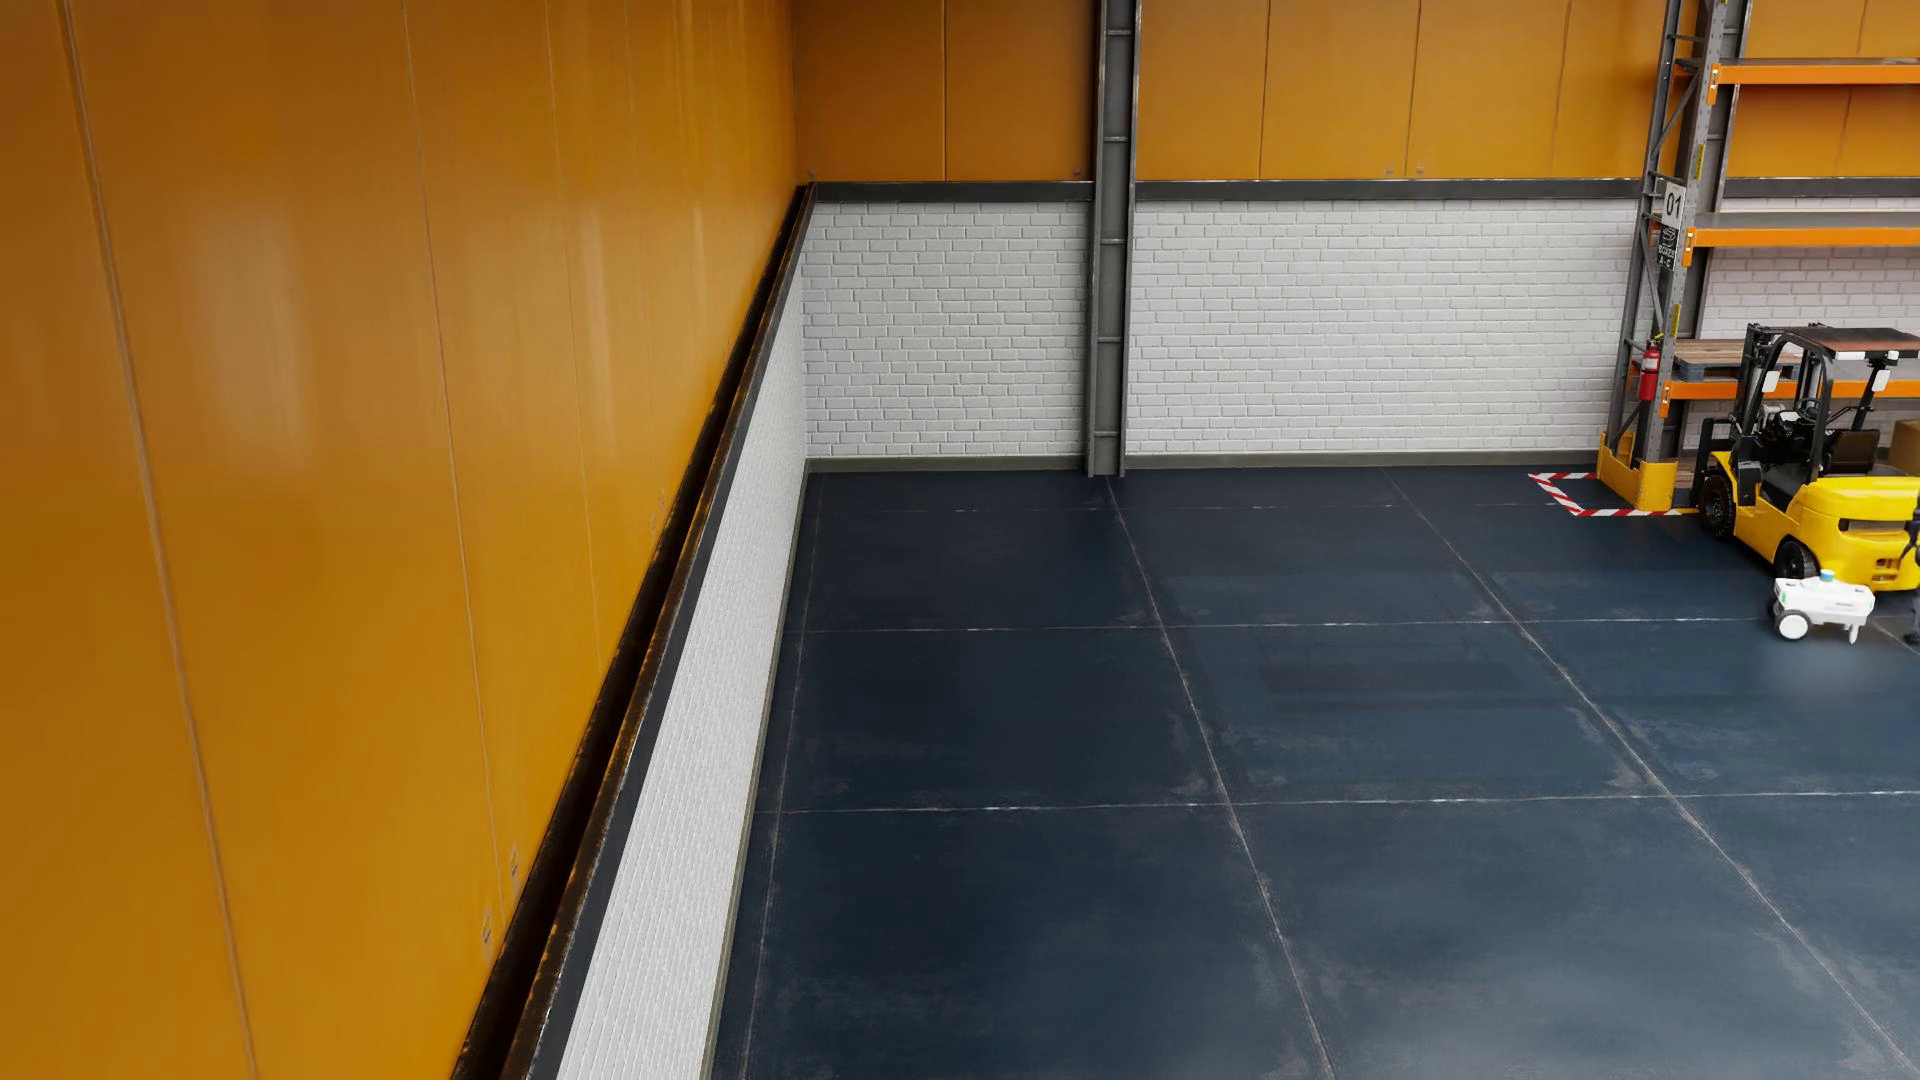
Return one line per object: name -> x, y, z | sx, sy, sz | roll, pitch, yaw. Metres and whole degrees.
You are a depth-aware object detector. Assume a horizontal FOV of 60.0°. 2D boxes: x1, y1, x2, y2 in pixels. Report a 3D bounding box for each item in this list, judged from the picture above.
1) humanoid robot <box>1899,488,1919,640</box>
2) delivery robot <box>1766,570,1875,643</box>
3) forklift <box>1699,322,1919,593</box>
humanoid robot -> 7.910, 0.059, 13.358 | 0.595, 1.635, 0.366 | 12, 23, 30
delivery robot -> 7.067, 0.531, 13.694 | 0.763, 0.591, 0.525 | 6, 21, 15
forklift -> 7.809, -0.792, 14.926 | 1.214, 2.155, 2.313 | -1, 20, -2
